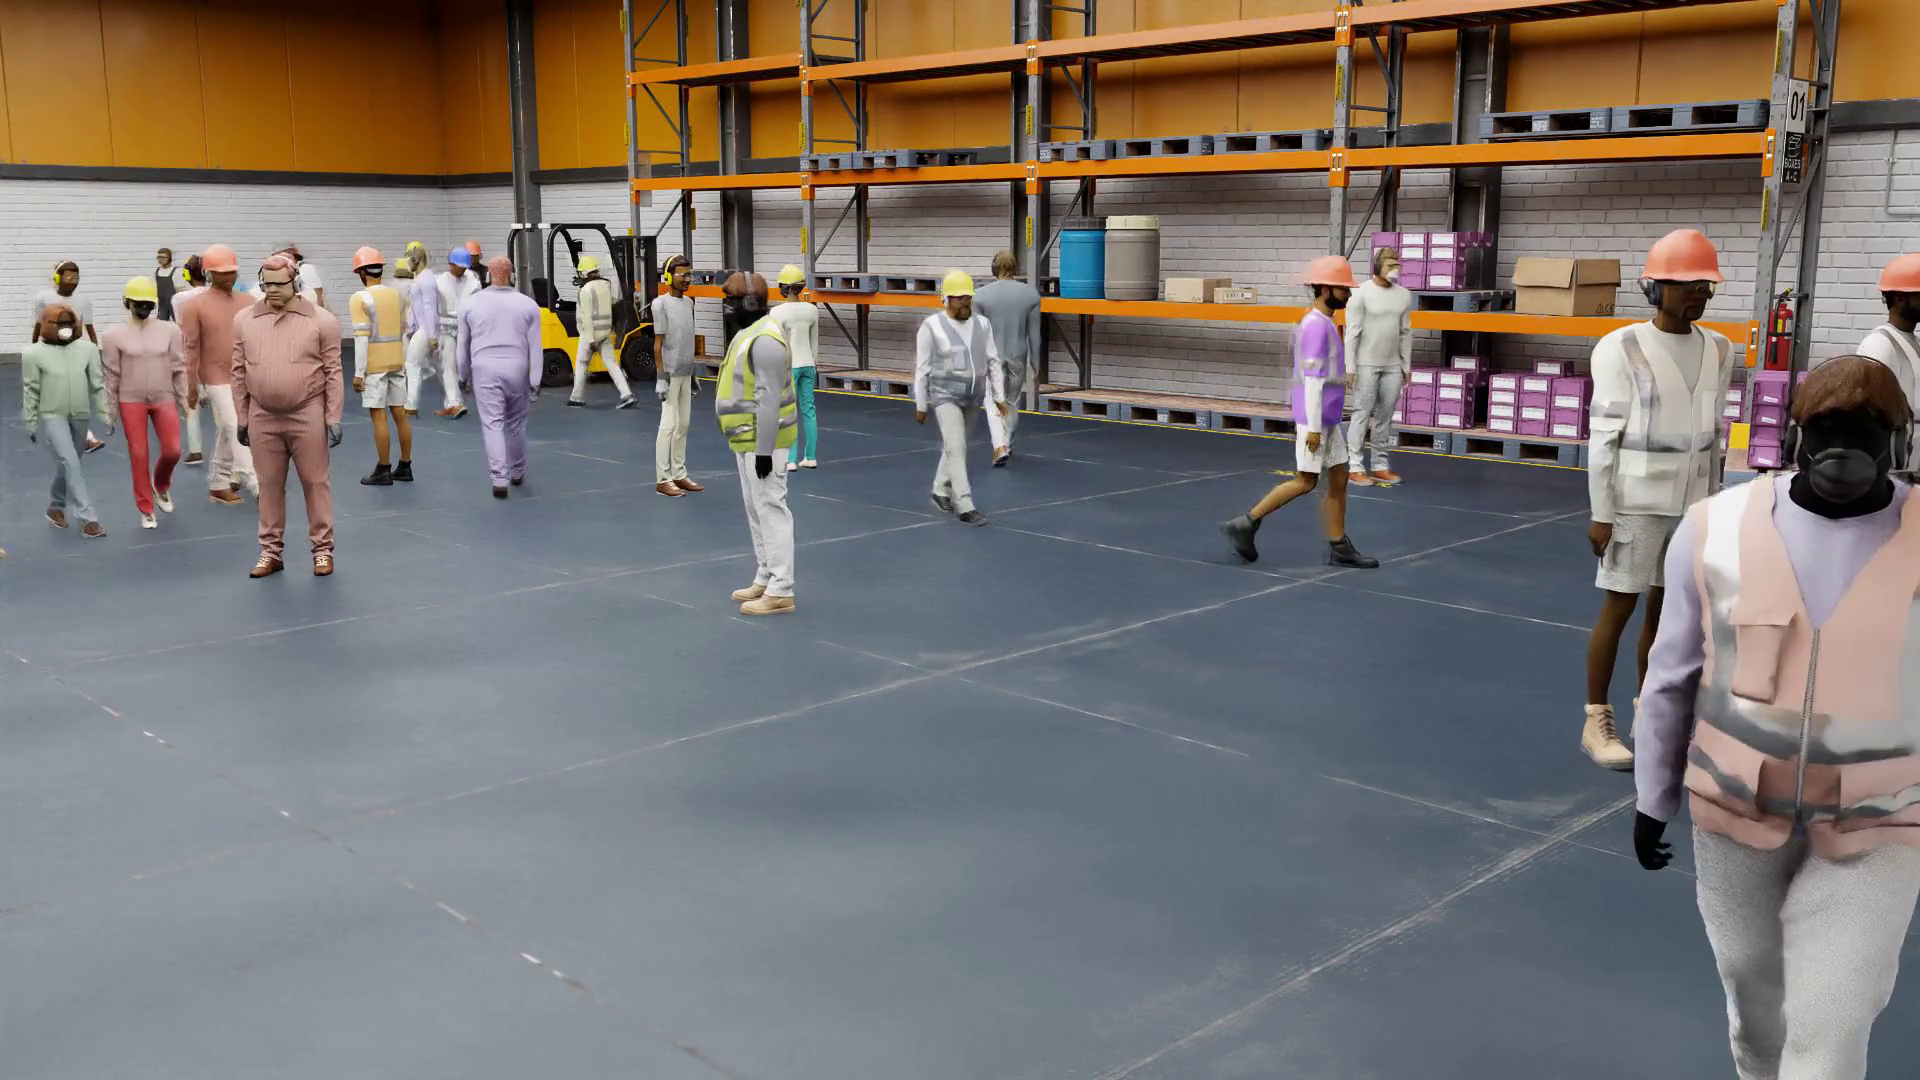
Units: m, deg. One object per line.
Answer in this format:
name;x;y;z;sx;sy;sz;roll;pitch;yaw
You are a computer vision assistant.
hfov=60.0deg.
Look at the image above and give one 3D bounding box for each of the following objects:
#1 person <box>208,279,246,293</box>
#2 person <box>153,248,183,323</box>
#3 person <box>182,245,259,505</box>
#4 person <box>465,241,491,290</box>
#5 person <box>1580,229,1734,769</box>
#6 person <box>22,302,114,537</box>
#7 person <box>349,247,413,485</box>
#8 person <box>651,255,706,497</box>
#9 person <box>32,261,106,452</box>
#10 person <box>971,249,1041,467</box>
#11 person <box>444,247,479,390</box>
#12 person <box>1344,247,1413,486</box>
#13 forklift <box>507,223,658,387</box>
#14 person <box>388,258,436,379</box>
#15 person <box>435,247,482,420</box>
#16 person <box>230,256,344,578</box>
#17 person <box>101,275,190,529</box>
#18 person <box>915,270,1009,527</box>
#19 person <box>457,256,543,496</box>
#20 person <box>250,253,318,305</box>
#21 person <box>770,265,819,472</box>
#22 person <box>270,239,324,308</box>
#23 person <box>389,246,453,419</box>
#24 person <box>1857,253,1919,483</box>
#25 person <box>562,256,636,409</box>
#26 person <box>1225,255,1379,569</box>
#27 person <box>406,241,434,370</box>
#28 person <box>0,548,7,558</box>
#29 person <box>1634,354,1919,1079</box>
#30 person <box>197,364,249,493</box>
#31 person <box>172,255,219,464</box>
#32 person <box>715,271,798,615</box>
person;-10.791;-3.286;24.430;0.656;1.671;0.558;9;14;41
person;-12.250;-3.572;25.619;0.548;1.818;0.788;2;11;12
person;-5.327;-1.188;12.269;0.996;1.935;0.621;6;12;28
person;-6.942;-3.304;23.856;0.589;1.942;0.999;-2;11;-11
person;2.666;-0.142;6.314;0.614;2.041;0.390;-4;11;-19
person;-6.097;-0.829;11.322;0.840;1.580;0.507;7;12;33
person;-4.726;-1.404;13.511;0.385;1.927;0.545;6;12;28
person;-2.207;-1.282;13.004;0.310;1.868;0.533;4;11;23
person;-8.404;-1.720;15.647;1.059;1.787;0.516;8;13;36
person;0.391;-1.604;14.665;0.642;1.910;0.899;-2;11;-11
person;-6.456;-2.849;21.531;0.481;1.872;0.667;6;12;31
person;3.394;-1.401;13.505;0.636;1.932;0.377;-5;11;-24
forklift;-5.316;-3.263;22.920;2.313;2.155;1.214;-10;14;-44
person;-7.688;-3.051;23.117;0.496;1.696;0.876;3;11;16
person;-5.566;-2.273;18.372;0.671;1.878;0.959;-7;12;-32
person;-3.991;-0.723;9.874;0.638;1.903;0.408;-1;10;-6
person;-5.660;-0.962;11.571;0.545;1.745;0.448;-7;13;-34
person;-0.027;-1.020;11.836;0.591;1.788;0.927;-7;13;-34
person;-3.621;-1.295;13.121;0.648;1.859;0.994;-3;11;-18
person;-6.459;-1.817;15.976;0.639;1.856;1.015;-6;12;-31
person;-1.433;-1.471;14.307;0.307;1.772;0.526;9;14;42
person;-7.924;-2.627;19.869;0.675;2.000;0.768;-9;14;-40
person;-5.984;-2.278;18.361;0.912;1.888;0.643;-3;11;-18
person;4.392;-0.370;7.841;0.355;1.939;0.544;9;14;40
person;-4.215;-2.408;19.379;0.928;1.794;0.585;5;11;24
person;2.098;-0.764;10.091;0.863;1.912;0.554;3;11;17
person;-8.074;-3.464;24.740;0.594;1.925;0.375;2;11;13
person;-6.452;-0.761;10.309;0.788;1.820;0.642;2;11;9
person;1.714;0.519;3.369;0.634;1.809;0.922;7;12;33
person;-5.702;-1.166;13.048;0.515;1.624;0.404;1;10;4
person;-6.590;-1.554;14.544;0.530;1.841;0.726;-7;13;-35
person;-1.098;-0.523;8.982;0.434;1.833;0.627;-3;11;-16
